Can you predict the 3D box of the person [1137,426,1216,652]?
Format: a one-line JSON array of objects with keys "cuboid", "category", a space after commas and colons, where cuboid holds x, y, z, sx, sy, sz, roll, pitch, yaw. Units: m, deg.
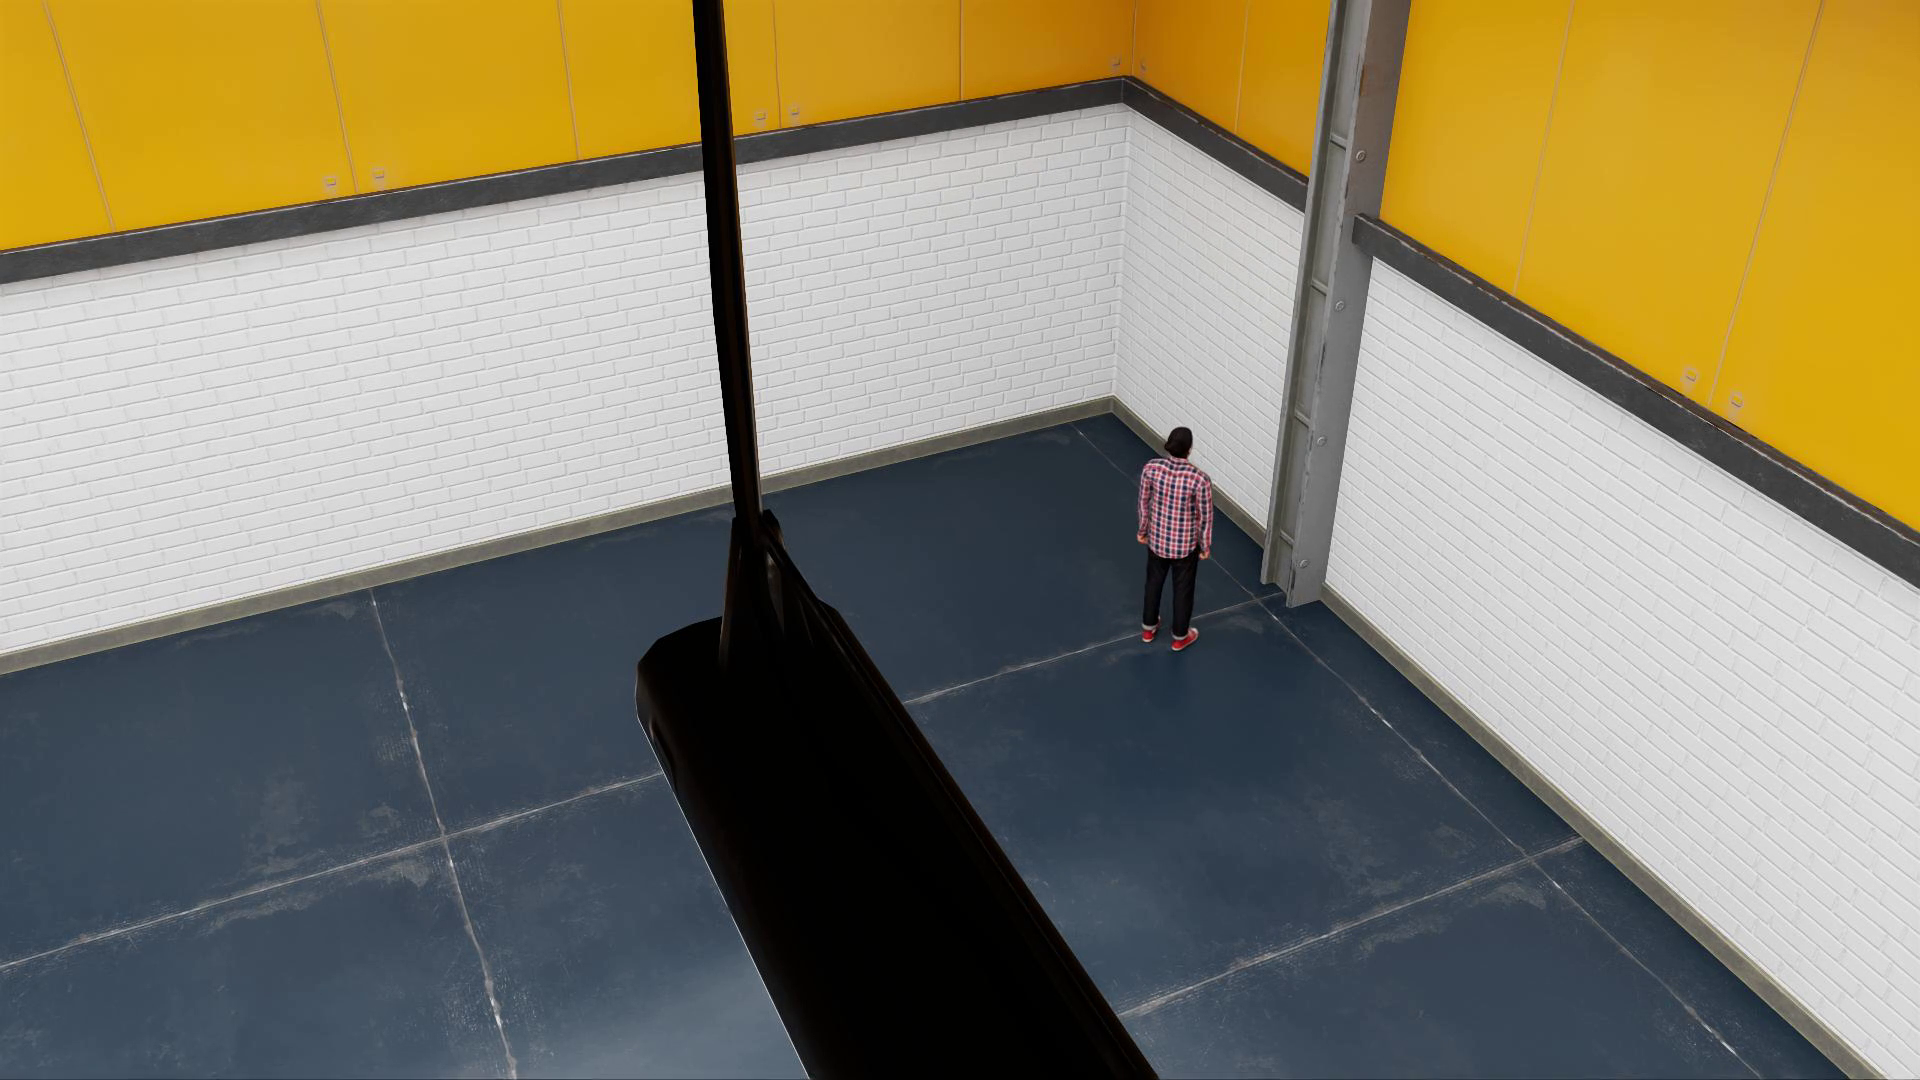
[{"cuboid": [1.485, -0.022, 11.575, 0.754, 1.761, 0.848, 16, 37, 22], "category": "person"}]
